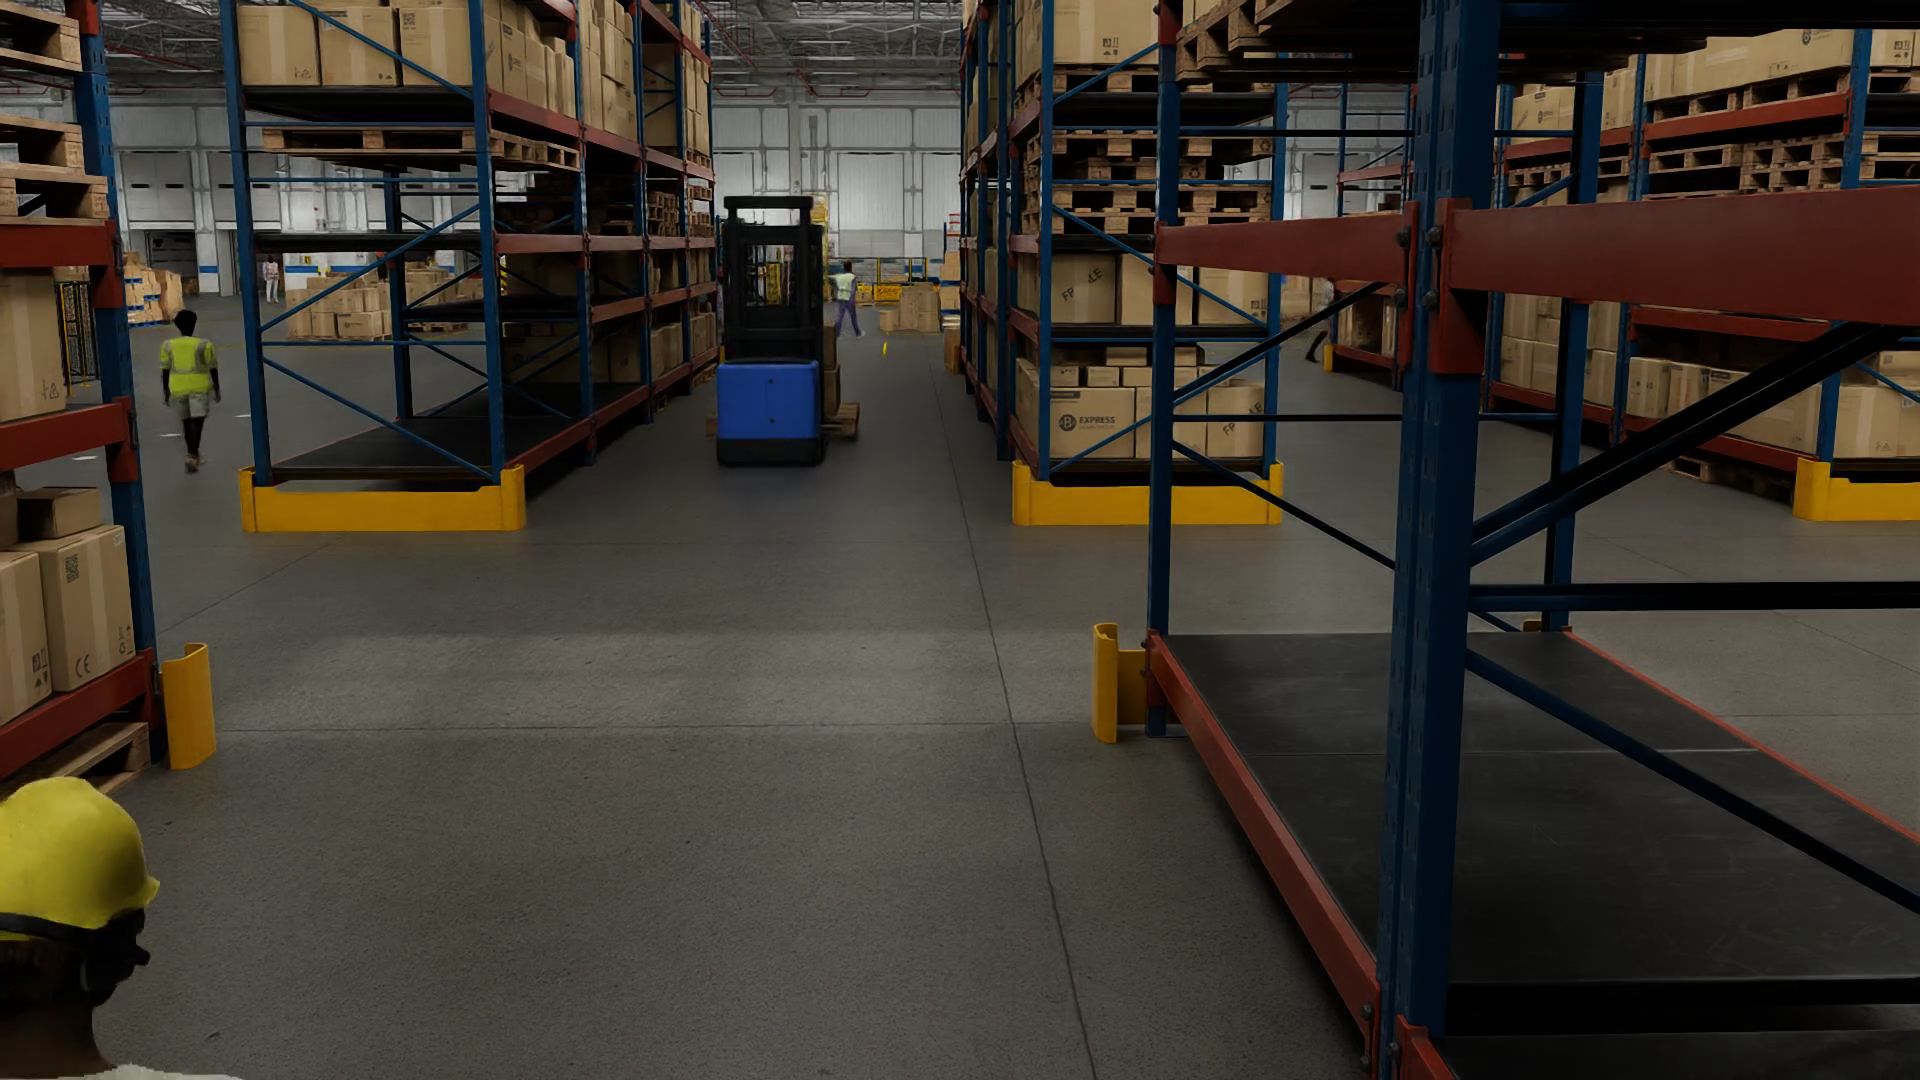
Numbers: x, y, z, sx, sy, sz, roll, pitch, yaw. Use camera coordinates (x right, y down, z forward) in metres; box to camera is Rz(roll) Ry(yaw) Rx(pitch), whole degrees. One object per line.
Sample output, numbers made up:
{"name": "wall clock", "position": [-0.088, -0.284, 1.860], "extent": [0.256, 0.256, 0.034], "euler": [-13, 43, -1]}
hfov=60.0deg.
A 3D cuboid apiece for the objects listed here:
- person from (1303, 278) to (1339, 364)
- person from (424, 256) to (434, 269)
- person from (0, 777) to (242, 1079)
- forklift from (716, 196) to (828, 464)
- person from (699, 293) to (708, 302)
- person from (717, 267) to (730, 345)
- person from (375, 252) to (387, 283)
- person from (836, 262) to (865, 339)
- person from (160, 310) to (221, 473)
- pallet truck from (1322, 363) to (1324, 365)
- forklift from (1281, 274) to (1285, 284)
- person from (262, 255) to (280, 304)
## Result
{"name": "person", "position": [7.103, -4.320, 31.898], "extent": [1.016, 1.921, 0.606], "euler": [4, 11, 19]}
{"name": "person", "position": [-17.867, -8.659, 56.251], "extent": [0.601, 1.855, 0.521], "euler": [-10, 14, -44]}
{"name": "person", "position": [-1.017, 1.133, 2.051], "extent": [0.544, 1.722, 0.908], "euler": [1, 10, 8]}
{"name": "forklift", "position": [-2.030, -2.292, 17.887], "extent": [1.129, 2.768, 1.873], "euler": [0, 10, -2]}
{"name": "person", "position": [-5.837, -5.102, 36.890], "extent": [0.673, 1.676, 0.544], "euler": [5, 11, 26]}
{"name": "person", "position": [-4.422, -4.245, 31.519], "extent": [0.583, 1.900, 0.496], "euler": [-7, 12, -34]}
{"name": "person", "position": [-21.851, -9.904, 62.826], "extent": [0.428, 1.982, 0.629], "euler": [-7, 12, -35]}
{"name": "person", "position": [-2.722, -5.788, 40.227], "extent": [0.600, 1.856, 1.031], "euler": [6, 12, 31]}
{"name": "person", "position": [-7.881, -1.522, 17.013], "extent": [0.542, 1.663, 0.850], "euler": [-1, 10, -6]}
{"name": "pallet truck", "position": [7.712, -4.157, 30.737], "extent": [1.885, 1.965, 0.823], "euler": [3, 11, 16]}
{"name": "forklift", "position": [12.154, -10.737, 64.933], "extent": [1.129, 2.768, 1.873], "euler": [0, 10, -2]}
{"name": "person", "position": [-25.910, -9.802, 62.623], "extent": [0.429, 1.841, 0.633], "euler": [8, 13, 37]}
